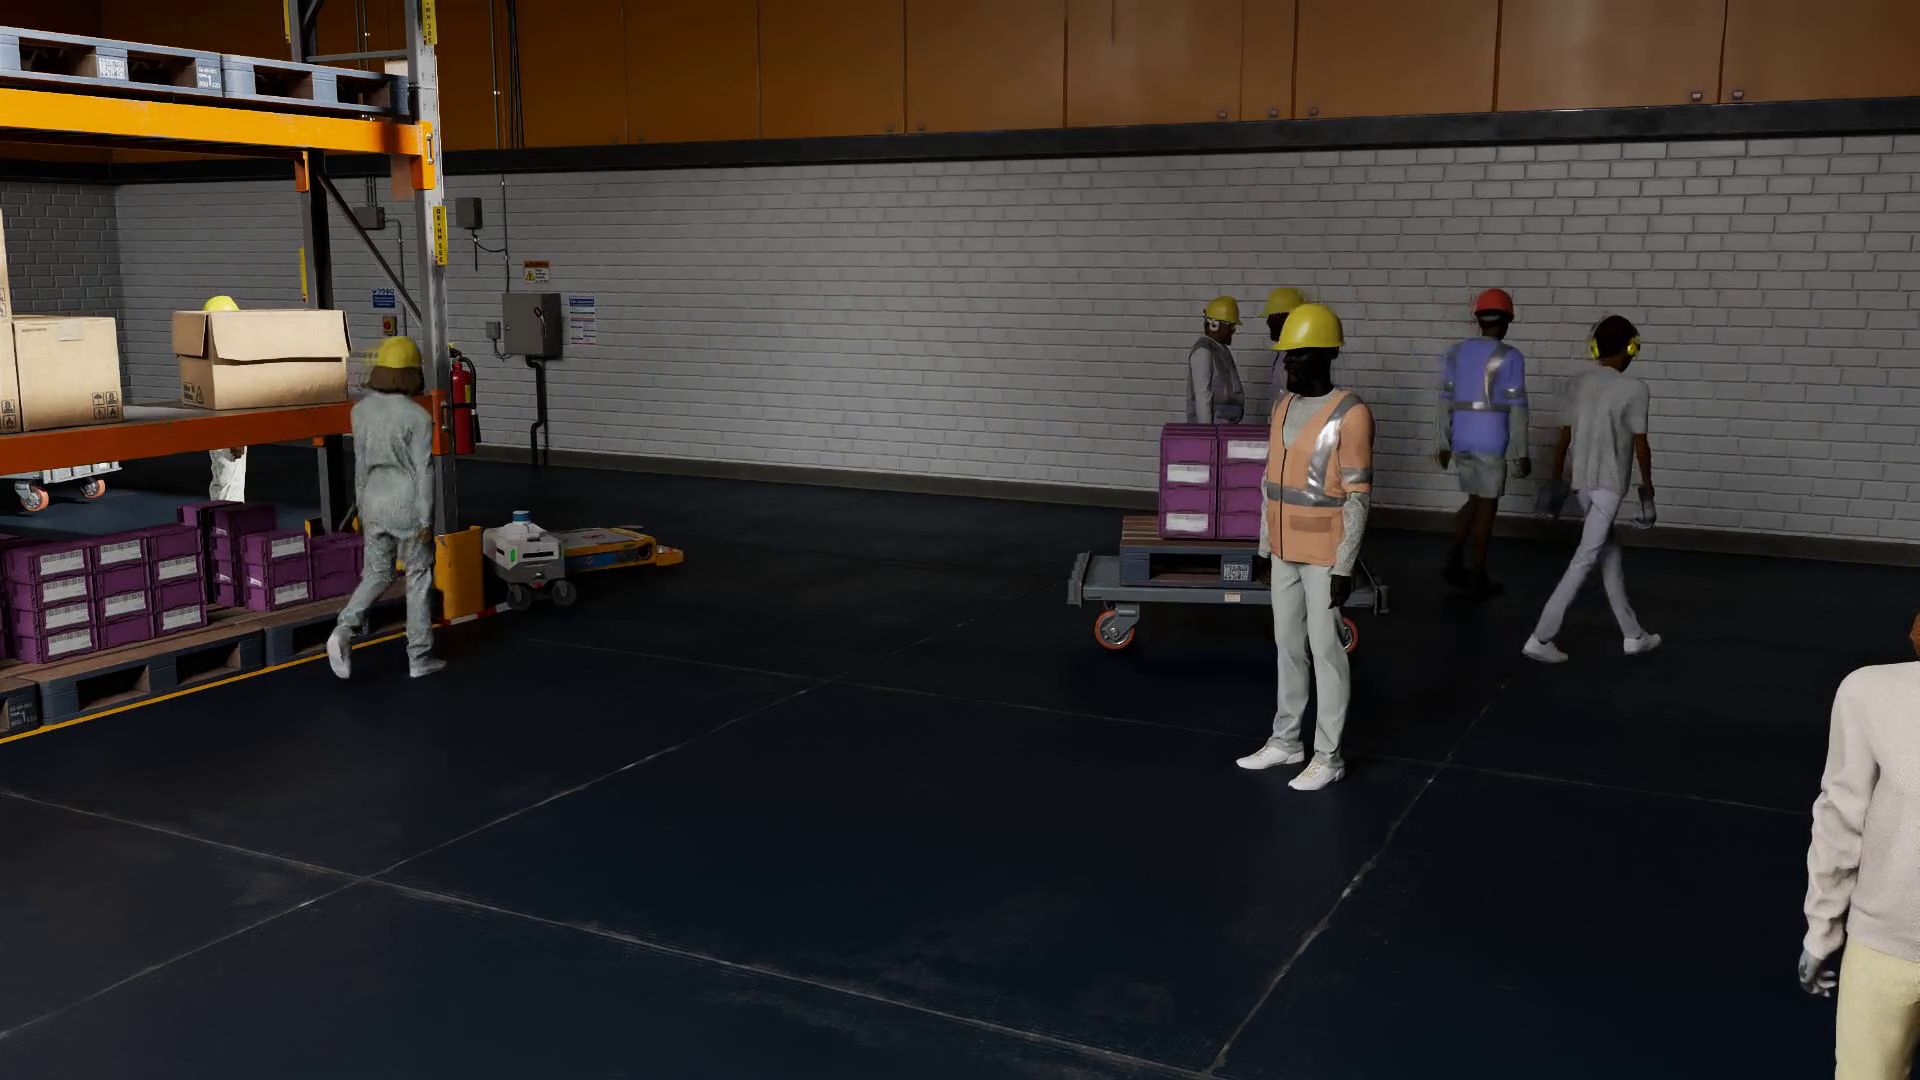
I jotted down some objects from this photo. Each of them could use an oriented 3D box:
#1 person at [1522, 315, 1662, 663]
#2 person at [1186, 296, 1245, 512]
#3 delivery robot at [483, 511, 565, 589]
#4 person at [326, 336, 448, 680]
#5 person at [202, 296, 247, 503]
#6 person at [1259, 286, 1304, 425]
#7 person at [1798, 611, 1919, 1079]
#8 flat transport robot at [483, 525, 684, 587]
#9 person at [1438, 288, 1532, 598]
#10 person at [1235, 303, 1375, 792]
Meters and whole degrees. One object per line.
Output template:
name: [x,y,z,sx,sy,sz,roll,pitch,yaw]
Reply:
person: [3.337,-0.260,8.674,0.970,1.811,0.513,-4,11,-22]
person: [1.814,-0.814,11.818,0.403,1.823,0.587,3,10,19]
delivery robot: [-2.661,0.065,10.126,0.477,0.478,0.707,-5,11,-29]
person: [-2.812,-0.135,8.156,0.497,1.723,0.626,3,10,18]
person: [-5.028,-0.756,11.453,0.404,1.833,0.588,-7,12,-34]
person: [2.087,-0.687,10.826,0.561,1.906,0.599,1,10,6]
person: [1.826,0.790,3.079,0.498,1.633,0.280,8,13,38]
flat transport robot: [-2.625,0.095,11.043,1.431,0.197,0.652,-8,13,-40]
person: [3.254,-0.595,10.297,0.448,1.907,0.582,-6,11,-30]
person: [1.384,0.030,6.629,0.363,1.928,0.587,-5,11,-27]
